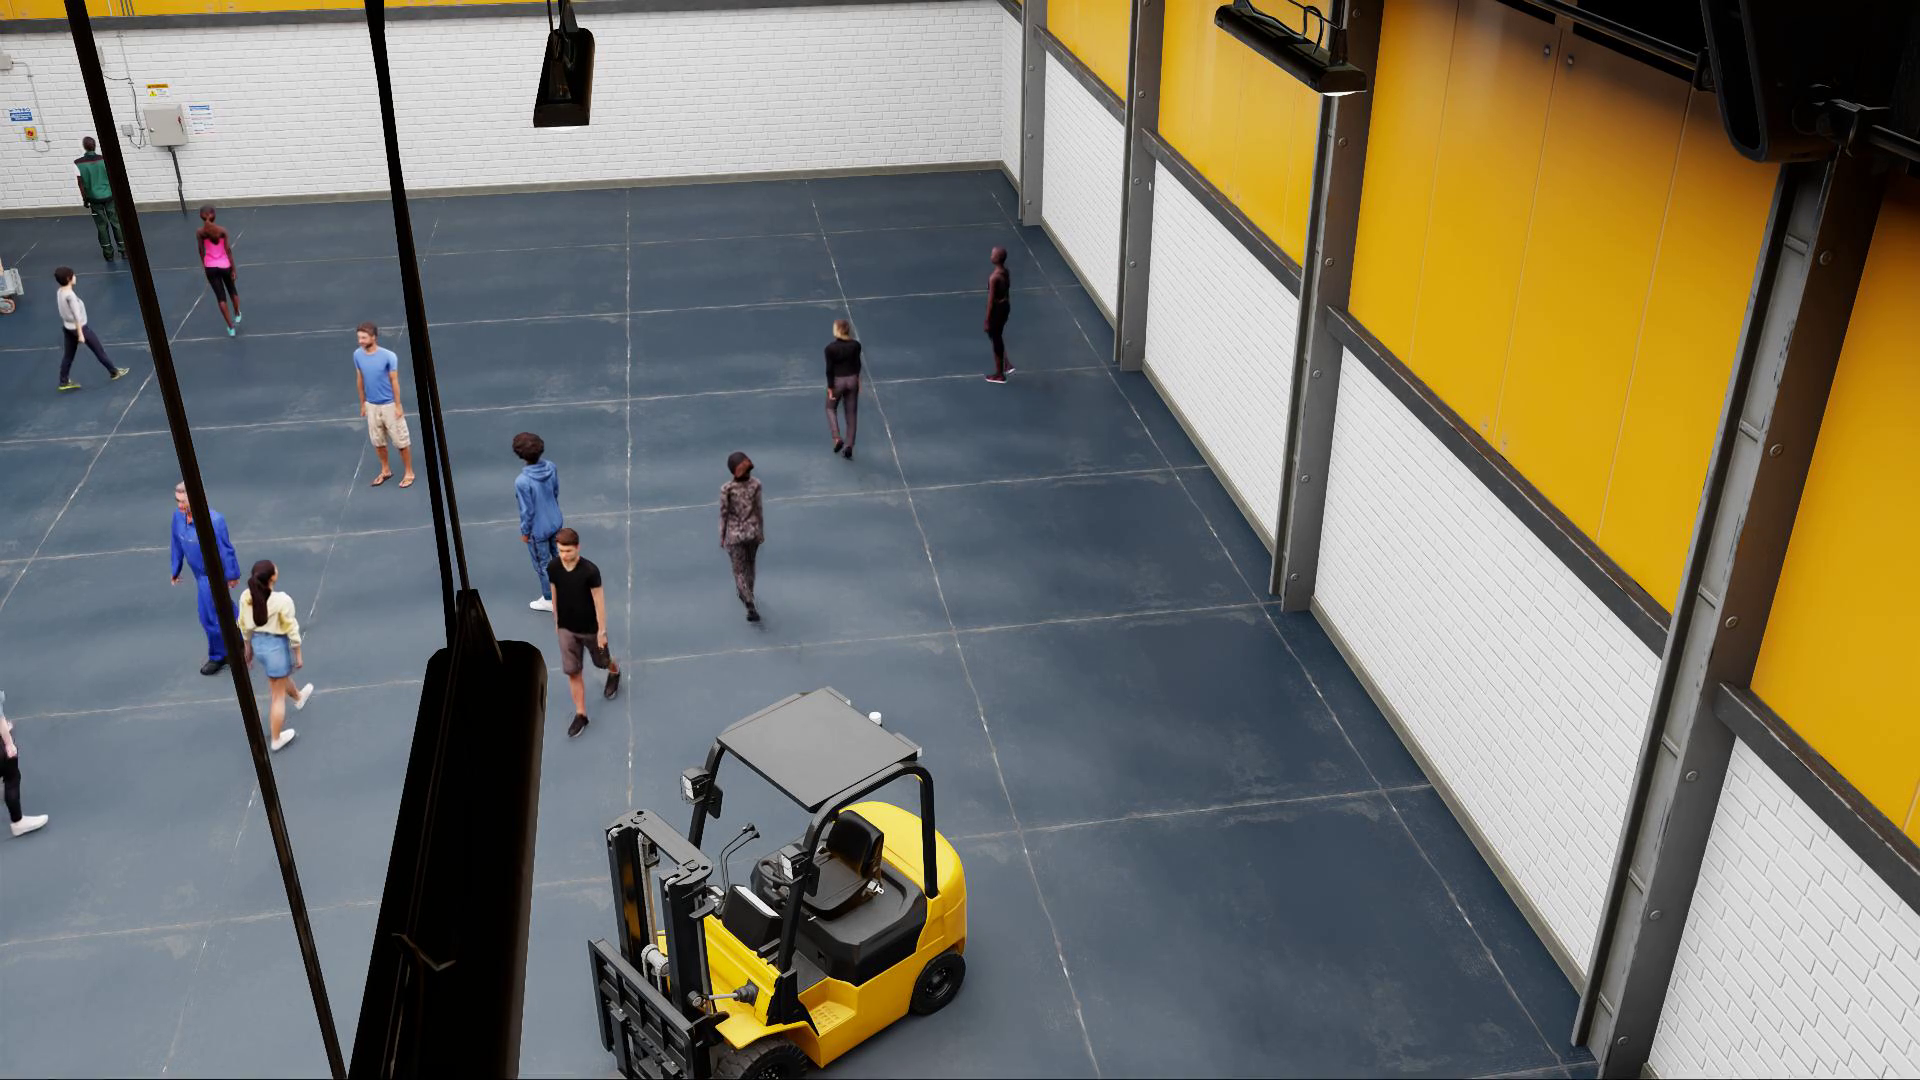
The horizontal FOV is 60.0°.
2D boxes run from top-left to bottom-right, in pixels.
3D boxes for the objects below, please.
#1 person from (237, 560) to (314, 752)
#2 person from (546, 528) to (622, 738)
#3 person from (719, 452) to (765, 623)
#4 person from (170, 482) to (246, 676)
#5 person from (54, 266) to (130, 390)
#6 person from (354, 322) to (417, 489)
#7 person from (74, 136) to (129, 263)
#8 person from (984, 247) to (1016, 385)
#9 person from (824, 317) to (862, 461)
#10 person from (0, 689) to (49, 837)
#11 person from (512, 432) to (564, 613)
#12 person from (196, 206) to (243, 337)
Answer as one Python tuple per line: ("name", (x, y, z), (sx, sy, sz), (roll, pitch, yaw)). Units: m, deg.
("person", (-5.712, 0.972, 13.738), (0.902, 1.585, 1.132), (6, 29, 10))
("person", (-3.144, 0.672, 14.026), (0.958, 1.837, 1.251), (5, 29, 9))
("person", (-1.996, -0.012, 15.416), (0.757, 1.707, 0.969), (-15, 32, -25))
("person", (-6.612, 0.248, 14.839), (0.996, 1.804, 1.056), (20, 34, 32))
("person", (-10.846, -2.539, 20.256), (1.037, 1.508, 1.060), (21, 35, 33))
("person", (-6.228, -1.485, 17.954), (0.706, 1.861, 0.677), (4, 29, 8))
("person", (-12.630, -5.029, 24.475), (0.757, 1.839, 0.718), (-14, 32, -24))
("person", (0.560, -2.736, 20.361), (0.798, 1.754, 0.725), (13, 31, 23))
("person", (-1.263, -1.654, 18.473), (0.640, 1.661, 0.632), (-10, 30, -18))
("person", (-7.357, 1.553, 12.529), (0.858, 1.724, 0.906), (20, 34, 32))
("person", (-3.918, -0.176, 15.616), (0.808, 1.803, 0.734), (17, 33, 28))
("person", (-9.734, -3.507, 21.839), (0.687, 1.691, 0.992), (-12, 31, -20))
